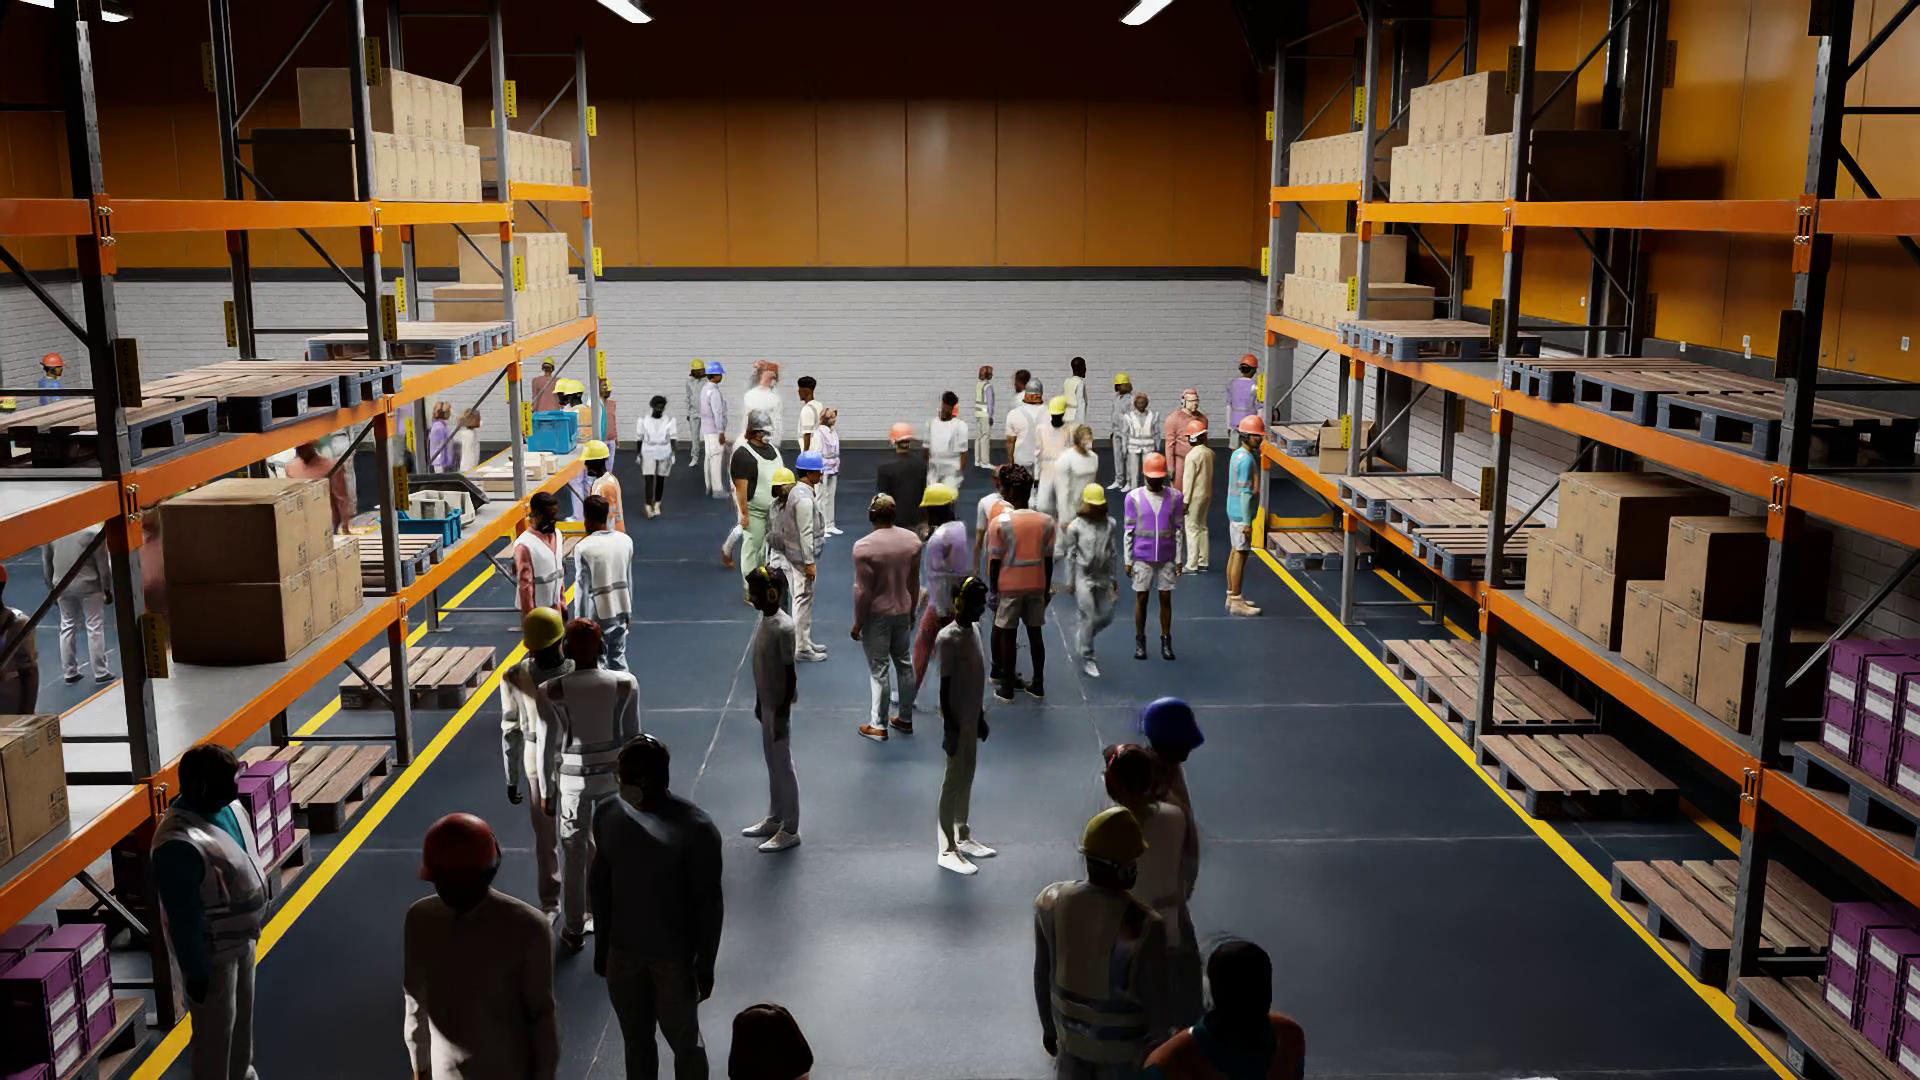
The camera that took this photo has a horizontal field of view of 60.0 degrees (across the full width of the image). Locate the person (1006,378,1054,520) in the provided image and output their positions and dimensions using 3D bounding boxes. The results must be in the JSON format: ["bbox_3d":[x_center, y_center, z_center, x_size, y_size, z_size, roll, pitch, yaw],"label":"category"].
[{"bbox_3d":[0.907,-1.001,20.651,0.678,2.000,0.537,0,11,0],"label":"person"}]

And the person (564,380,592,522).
[{"bbox_3d":[-4.920,-1.105,21.496,0.392,1.915,0.593,4,12,20],"label":"person"}]

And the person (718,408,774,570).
[{"bbox_3d":[-2.345,-0.543,18.688,0.849,1.910,0.642,8,14,35],"label":"person"}]

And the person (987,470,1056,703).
[{"bbox_3d":[0.510,0.387,13.917,0.599,1.958,0.379,-5,12,-25],"label":"person"}]

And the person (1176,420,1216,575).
[{"bbox_3d":[2.660,-0.483,18.819,0.352,1.738,0.573,8,14,34],"label":"person"}]

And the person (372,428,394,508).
[{"bbox_3d":[-7.881,-1.205,22.699,0.280,1.631,0.504,-7,13,-30],"label":"person"}]

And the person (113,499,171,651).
[{"bbox_3d":[-6.452,0.523,13.372,0.681,1.888,0.440,-2,11,-8],"label":"person"}]

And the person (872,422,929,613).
[{"bbox_3d":[-0.564,-0.215,16.885,0.629,1.971,0.739,-11,16,-43],"label":"person"}]

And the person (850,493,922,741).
[{"bbox_3d":[-0.579,0.592,12.921,0.627,1.940,0.370,-9,14,-38],"label":"person"}]

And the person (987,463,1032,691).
[{"bbox_3d":[0.429,0.309,14.268,0.361,1.963,0.618,-3,12,-15],"label":"person"}]

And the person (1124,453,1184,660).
[{"bbox_3d":[1.772,0.150,15.183,0.550,1.925,0.392,-1,11,-3],"label":"person"}]

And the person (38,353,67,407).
[{"bbox_3d":[-13.042,-1.682,24.059,0.616,2.041,0.379,10,15,42],"label":"person"}]

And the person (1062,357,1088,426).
[{"bbox_3d":[1.722,-1.773,24.827,0.392,1.920,0.587,-4,12,-19],"label":"person"}]

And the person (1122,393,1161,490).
[{"bbox_3d":[2.468,-1.184,22.611,0.551,1.613,0.629,0,11,0],"label":"person"}]

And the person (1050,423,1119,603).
[{"bbox_3d":[1.205,-0.298,17.506,0.635,1.901,0.995,-11,16,-43],"label":"person"}]

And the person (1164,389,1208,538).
[{"bbox_3d":[2.825,-0.917,20.566,0.643,1.909,0.410,-7,13,-31],"label":"person"}]

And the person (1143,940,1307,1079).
[{"bbox_3d":[0.856,2.144,5.247,0.597,1.901,0.495,-8,14,-34],"label":"person"}]

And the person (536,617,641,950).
[{"bbox_3d":[-2.049,1.355,9.254,0.576,1.880,0.351,-4,12,-20],"label":"person"}]

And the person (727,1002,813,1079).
[{"bbox_3d":[-0.597,2.256,5.344,0.272,1.632,0.507,1,11,7],"label":"person"}]

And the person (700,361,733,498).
[{"bbox_3d":[-3.502,-1.573,23.747,0.380,1.950,0.605,-5,13,-26],"label":"person"}]

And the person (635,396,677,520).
[{"bbox_3d":[-4.035,-1.107,22.156,0.538,1.642,0.839,-3,12,-17],"label":"person"}]

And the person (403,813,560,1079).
[{"bbox_3d":[-1.758,1.935,6.079,0.618,1.986,0.408,3,12,15],"label":"person"}]

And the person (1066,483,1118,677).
[{"bbox_3d":[1.153,0.327,14.772,0.489,1.723,0.483,-5,12,-23],"label":"person"}]

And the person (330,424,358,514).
[{"bbox_3d":[-8.365,-1.188,22.356,0.484,1.737,0.321,-10,15,-42],"label":"person"}]

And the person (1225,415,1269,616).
[{"bbox_3d":[2.911,-0.257,16.925,0.394,2.040,0.609,1,11,3],"label":"person"}]

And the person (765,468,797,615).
[{"bbox_3d":[-1.618,0.191,15.422,0.489,1.744,0.295,7,13,32],"label":"person"}]

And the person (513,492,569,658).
[{"bbox_3d":[-3.314,0.553,13.206,0.410,1.908,0.598,3,12,14],"label":"person"}]

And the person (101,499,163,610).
[{"bbox_3d":[-8.385,-0.220,16.737,0.727,2.000,0.755,6,13,26],"label":"person"}]

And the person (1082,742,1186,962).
[{"bbox_3d":[0.790,1.786,7.271,0.575,1.814,0.638,-9,14,-37],"label":"person"}]

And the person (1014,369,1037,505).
[{"bbox_3d":[0.899,-1.401,22.996,0.401,1.920,0.594,5,12,22],"label":"person"}]

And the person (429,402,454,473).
[{"bbox_3d":[-6.717,-0.981,21.592,0.313,1.629,0.526,-4,12,-18],"label":"person"}]
